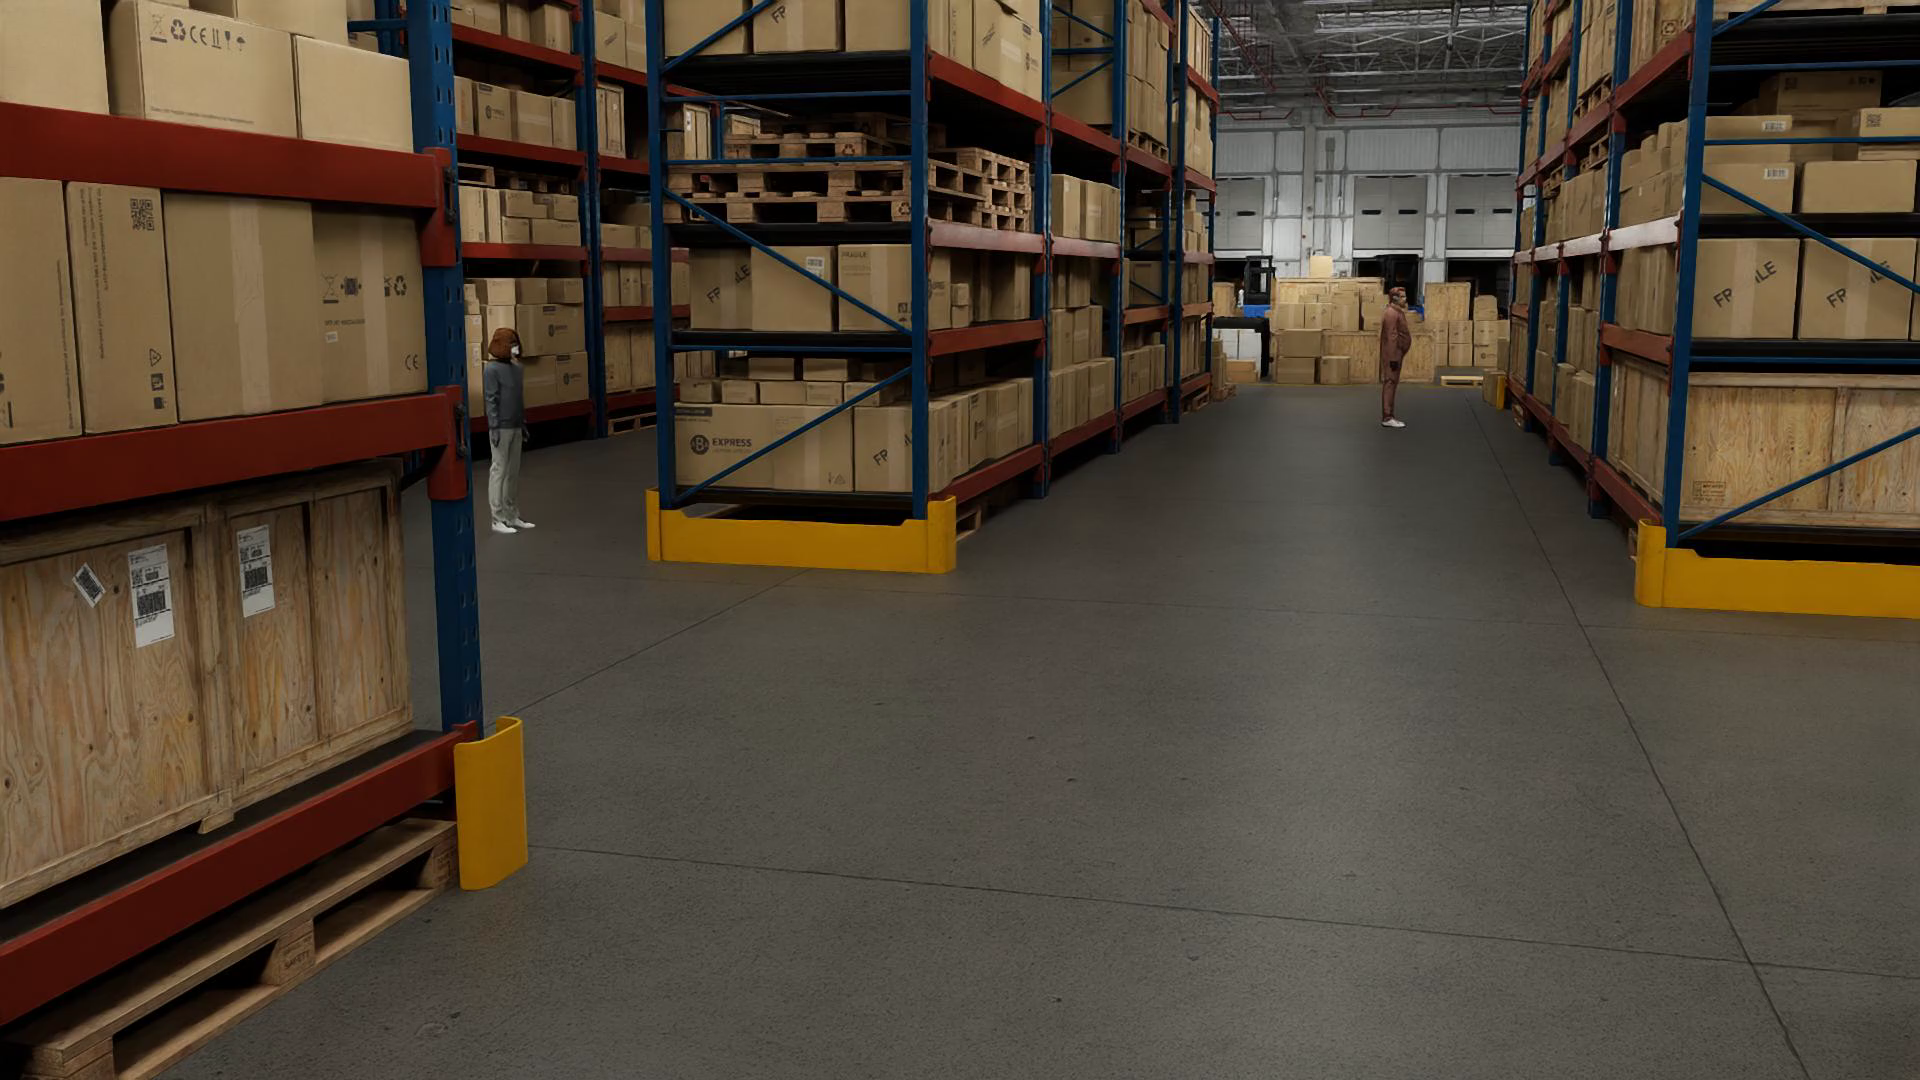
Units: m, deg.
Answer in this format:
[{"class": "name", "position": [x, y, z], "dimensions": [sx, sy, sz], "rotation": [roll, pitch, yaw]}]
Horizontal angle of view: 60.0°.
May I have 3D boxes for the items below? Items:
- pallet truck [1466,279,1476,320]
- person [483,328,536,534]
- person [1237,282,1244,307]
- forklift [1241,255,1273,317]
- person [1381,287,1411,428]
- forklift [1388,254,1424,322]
[{"class": "pallet truck", "position": [18.896, -8.459, 60.307], "dimensions": [1.885, 1.965, 0.823], "rotation": [5, 10, 31]}, {"class": "person", "position": [-3.607, -0.874, 13.274], "dimensions": [0.284, 1.633, 0.497], "rotation": [2, 9, 15]}, {"class": "person", "position": [10.563, -8.701, 62.202], "dimensions": [0.356, 1.887, 0.573], "rotation": [2, 9, 15]}, {"class": "forklift", "position": [10.551, -8.662, 58.805], "dimensions": [1.129, 2.768, 1.873], "rotation": [2, 9, 15]}, {"class": "person", "position": [5.939, -2.491, 22.683], "dimensions": [0.409, 1.909, 0.640], "rotation": [2, 9, 15]}, {"class": "forklift", "position": [14.666, -8.087, 55.148], "dimensions": [1.129, 2.768, 1.873], "rotation": [-2, 9, -12]}]
